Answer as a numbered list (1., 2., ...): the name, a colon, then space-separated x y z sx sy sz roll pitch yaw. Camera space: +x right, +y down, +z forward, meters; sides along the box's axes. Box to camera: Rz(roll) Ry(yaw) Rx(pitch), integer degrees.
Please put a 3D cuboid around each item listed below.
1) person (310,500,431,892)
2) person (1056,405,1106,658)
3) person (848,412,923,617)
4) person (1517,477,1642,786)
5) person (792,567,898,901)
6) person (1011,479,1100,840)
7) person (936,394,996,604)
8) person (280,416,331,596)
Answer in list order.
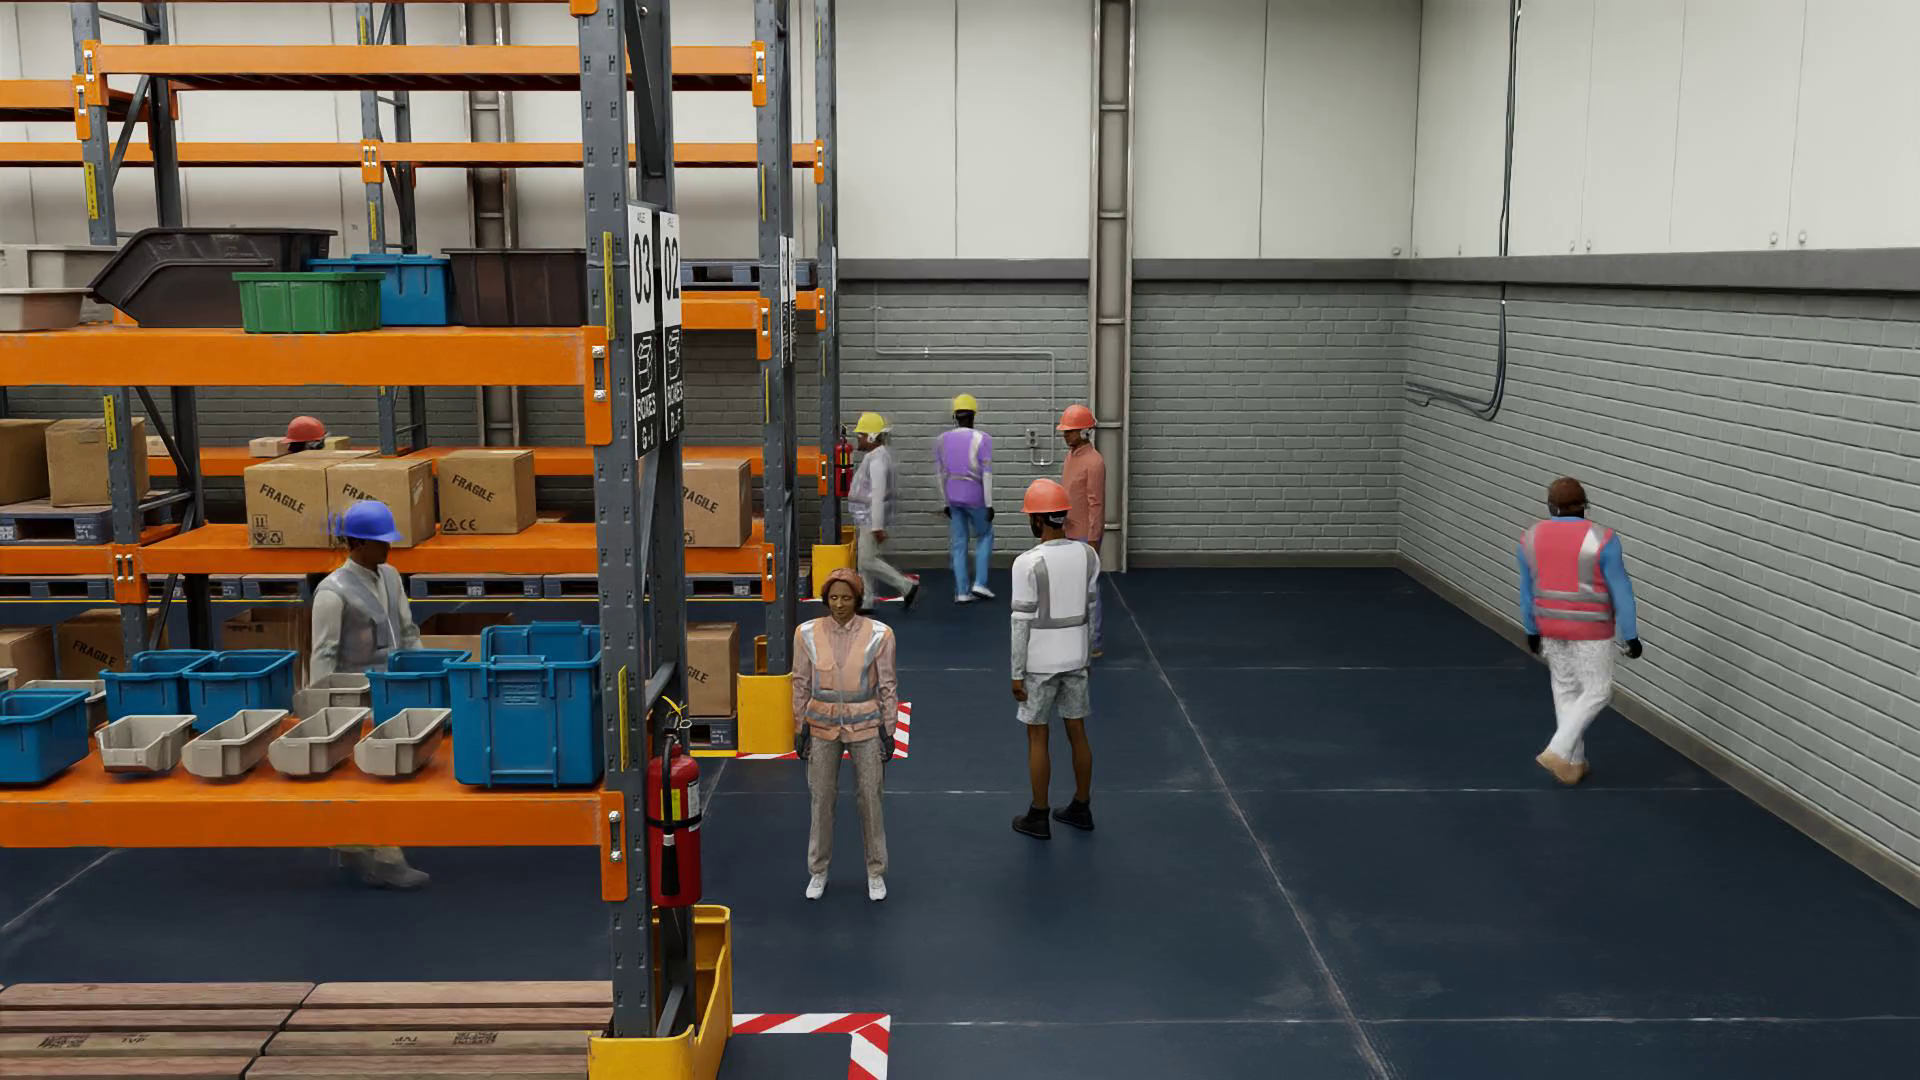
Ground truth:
1. person: -2.828 0.754 8.153 0.735 1.917 0.621 1 9 7
2. person: 0.932 -0.066 13.010 0.407 1.987 0.617 -3 10 -16
3. person: -0.689 -0.201 14.354 0.630 1.815 0.598 0 9 -2
4. person: 3.617 0.544 9.789 0.567 1.815 0.707 -8 12 -39
5. person: -0.548 0.931 7.981 0.514 1.630 0.318 1 9 5
6. person: 0.479 0.633 8.897 0.548 1.929 0.388 -6 11 -31
7. person: 0.076 -0.373 15.137 0.618 1.895 0.556 5 11 30
8. person: -4.613 0.104 11.930 0.395 1.990 0.625 -5 10 -26
